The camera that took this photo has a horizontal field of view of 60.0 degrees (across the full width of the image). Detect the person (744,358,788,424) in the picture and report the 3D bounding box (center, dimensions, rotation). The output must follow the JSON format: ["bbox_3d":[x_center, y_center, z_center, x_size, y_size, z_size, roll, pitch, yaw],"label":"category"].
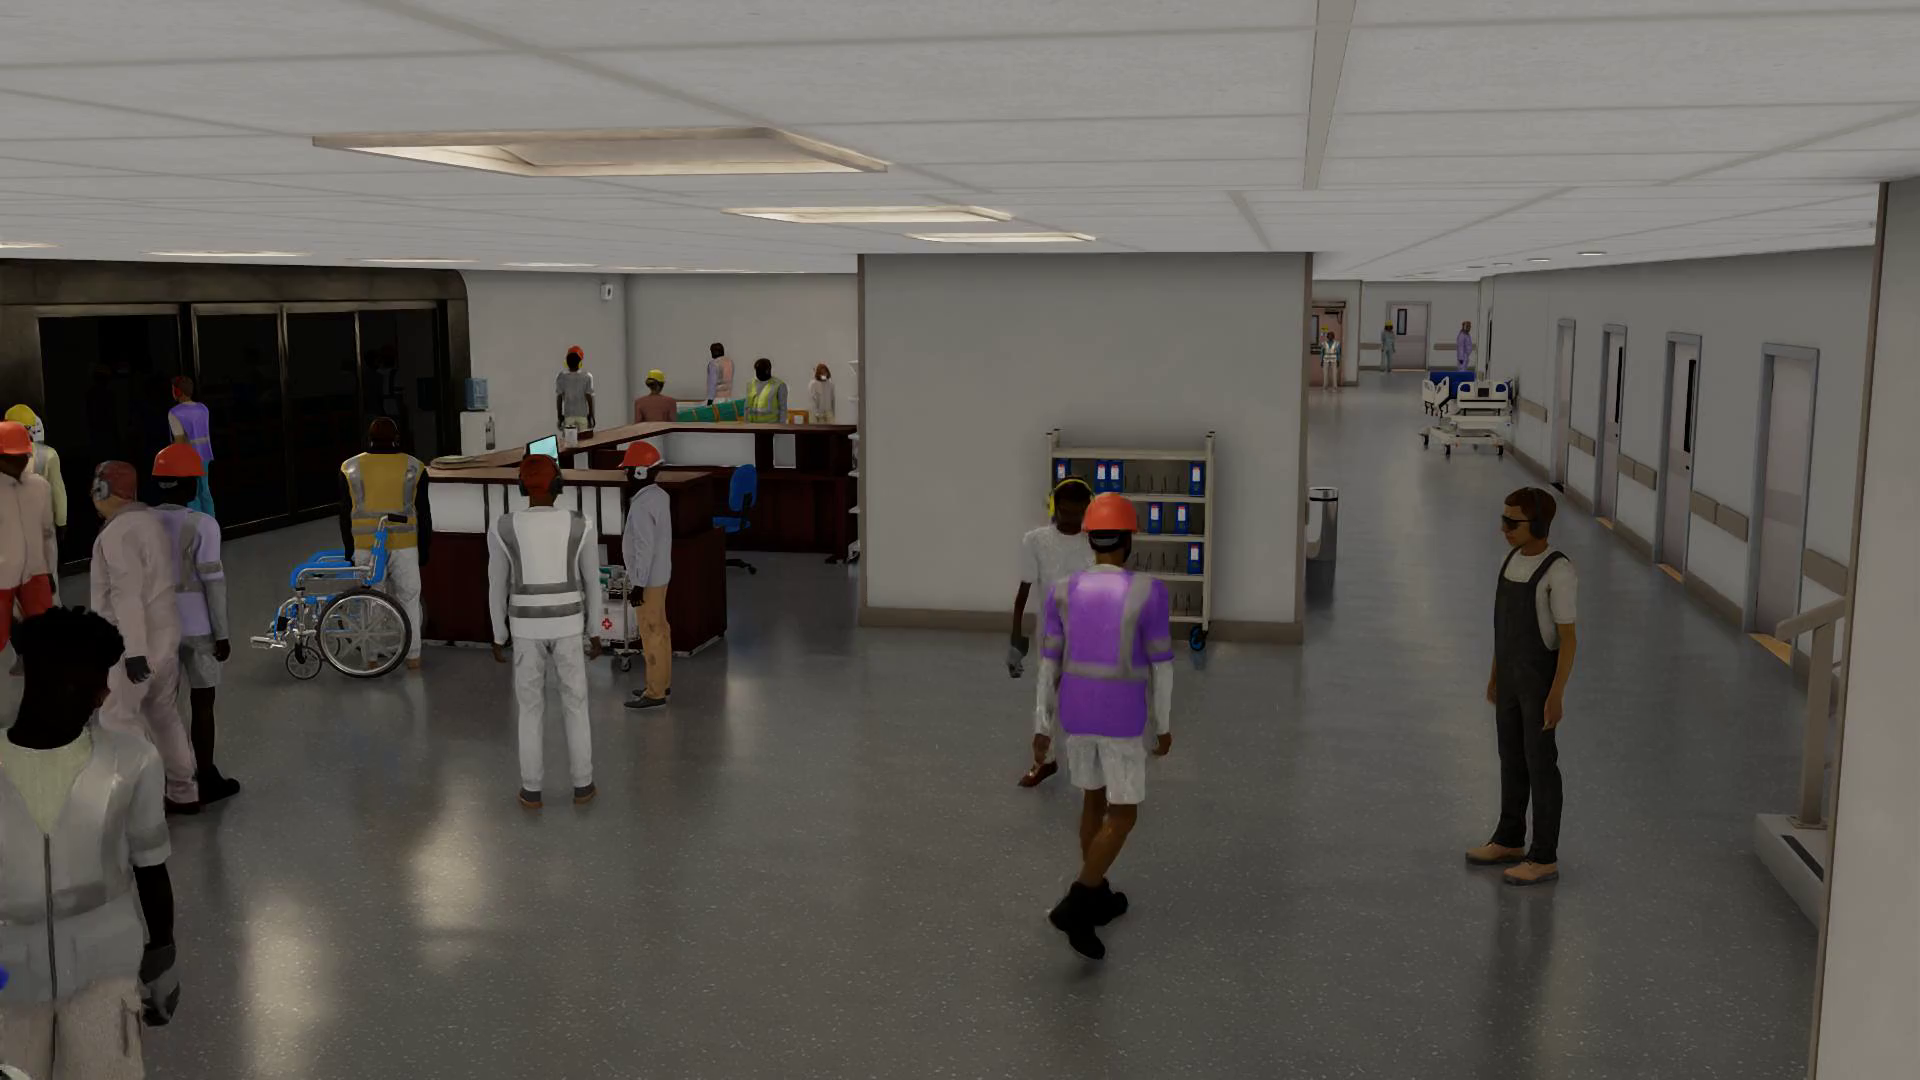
[{"bbox_3d":[-2.598,-1.490,22.054,0.621,1.838,0.429,3,9,22],"label":"person"}]

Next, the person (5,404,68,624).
[{"bbox_3d":[-7.442,-0.166,13.270,0.600,1.830,0.403,-2,9,-15],"label":"person"}]

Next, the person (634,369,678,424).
[{"bbox_3d":[-3.716,-1.202,20.374,0.527,1.765,0.328,0,9,-3],"label":"person"}]

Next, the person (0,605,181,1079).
[{"bbox_3d":[-2.400,1.127,4.387,0.636,1.927,0.781,-5,10,-30],"label":"person"}]

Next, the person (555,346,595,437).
[{"bbox_3d":[-5.471,-1.793,23.728,0.551,1.935,0.372,0,9,1],"label":"person"}]

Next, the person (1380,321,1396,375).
[{"bbox_3d":[13.693,-6.125,53.165,0.532,1.734,0.319,-2,9,-14],"label":"person"}]

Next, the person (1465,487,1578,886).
[{"bbox_3d":[2.623,0.666,7.706,0.328,1.842,0.514,-2,9,-16],"label":"person"}]

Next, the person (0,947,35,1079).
[{"bbox_3d":[-1.404,1.417,2.381,0.406,1.946,0.608,-5,10,-32],"label":"person"}]

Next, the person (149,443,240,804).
[{"bbox_3d":[-4.142,0.448,8.894,0.545,1.931,0.380,2,9,14],"label":"person"}]

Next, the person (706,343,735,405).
[{"bbox_3d":[-4.111,-2.444,28.378,0.429,1.839,0.621,4,10,26],"label":"person"}]

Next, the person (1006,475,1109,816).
[{"bbox_3d":[0.569,0.532,8.765,0.642,1.806,0.918,0,9,-2],"label":"person"}]

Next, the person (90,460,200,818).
[{"bbox_3d":[-4.221,0.523,8.600,0.500,1.863,0.685,-1,9,-8],"label":"person"}]

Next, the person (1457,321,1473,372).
[{"bbox_3d":[13.496,-4.897,44.469,0.398,1.900,0.635,5,10,29],"label":"person"}]

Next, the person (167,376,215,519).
[{"bbox_3d":[-8.013,-0.786,17.350,0.396,1.843,0.565,2,9,10],"label":"person"}]

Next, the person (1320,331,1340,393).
[{"bbox_3d":[9.823,-4.716,44.133,0.520,1.630,0.320,3,9,18],"label":"person"}]

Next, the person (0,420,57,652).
[{"bbox_3d":[-6.047,0.202,10.475,0.918,1.948,0.670,4,10,26],"label":"person"}]

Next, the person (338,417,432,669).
[{"bbox_3d":[-4.110,0.037,11.937,0.626,1.837,0.429,-3,9,-19],"label":"person"}]

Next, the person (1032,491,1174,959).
[{"bbox_3d":[0.548,0.762,6.931,0.556,1.897,0.815,5,10,31],"label":"person"}]

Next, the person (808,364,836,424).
[{"bbox_3d":[-2.204,-2.011,26.339,0.509,1.584,0.793,-6,10,-33],"label":"person"}]

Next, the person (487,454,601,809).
[{"bbox_3d":[-2.187,0.483,8.803,0.576,1.881,0.354,-2,9,-15],"label":"person"}]

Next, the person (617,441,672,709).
[{"bbox_3d":[-2.067,0.226,10.929,0.330,1.751,0.564,0,9,0],"label":"person"}]

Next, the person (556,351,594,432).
[{"bbox_3d":[-5.424,-1.716,23.450,0.520,1.869,0.333,-1,9,-9],"label":"person"}]
